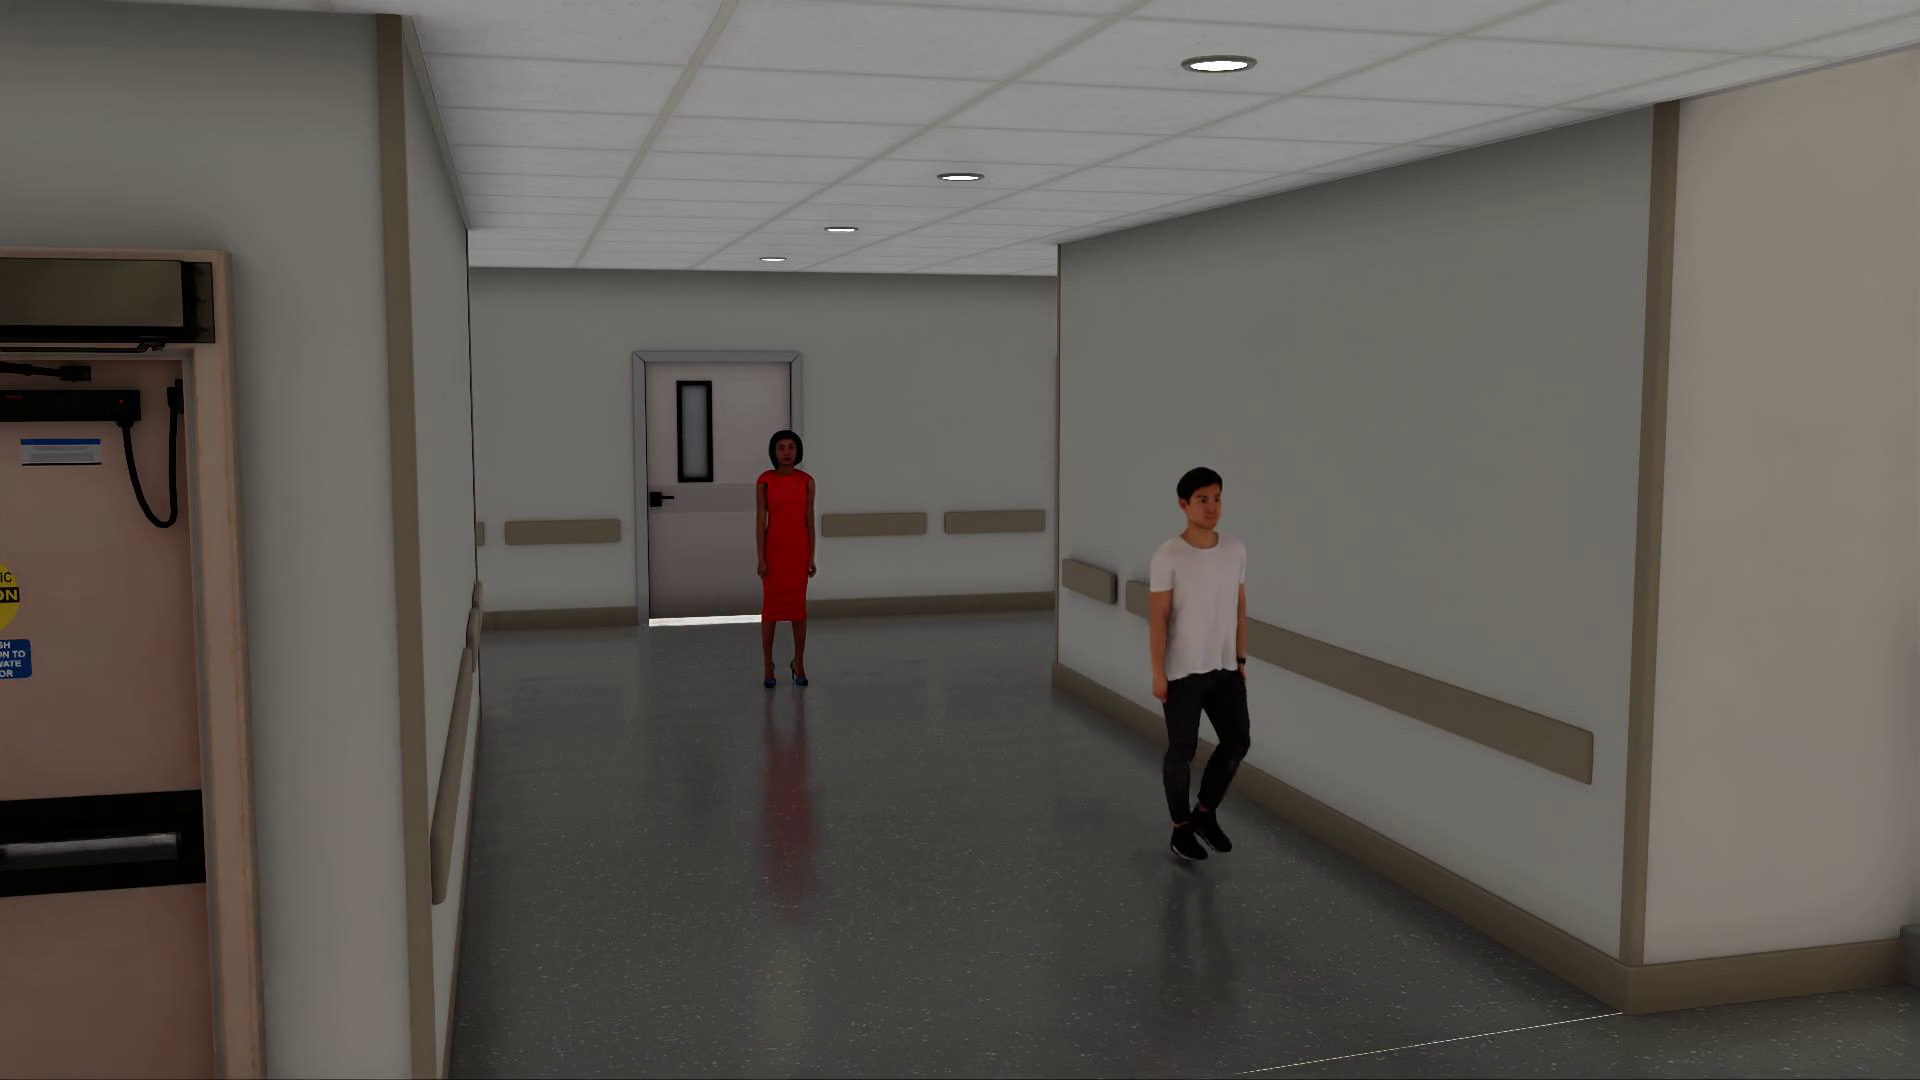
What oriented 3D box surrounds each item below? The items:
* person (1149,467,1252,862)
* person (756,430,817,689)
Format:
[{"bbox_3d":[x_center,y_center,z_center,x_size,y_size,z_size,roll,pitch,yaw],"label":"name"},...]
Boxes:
[{"bbox_3d":[1.017,0.529,7.299,0.544,1.712,0.735,-2,6,-21],"label":"person"},{"bbox_3d":[-1.191,0.120,11.355,0.435,1.744,0.627,-2,6,-17],"label":"person"}]
